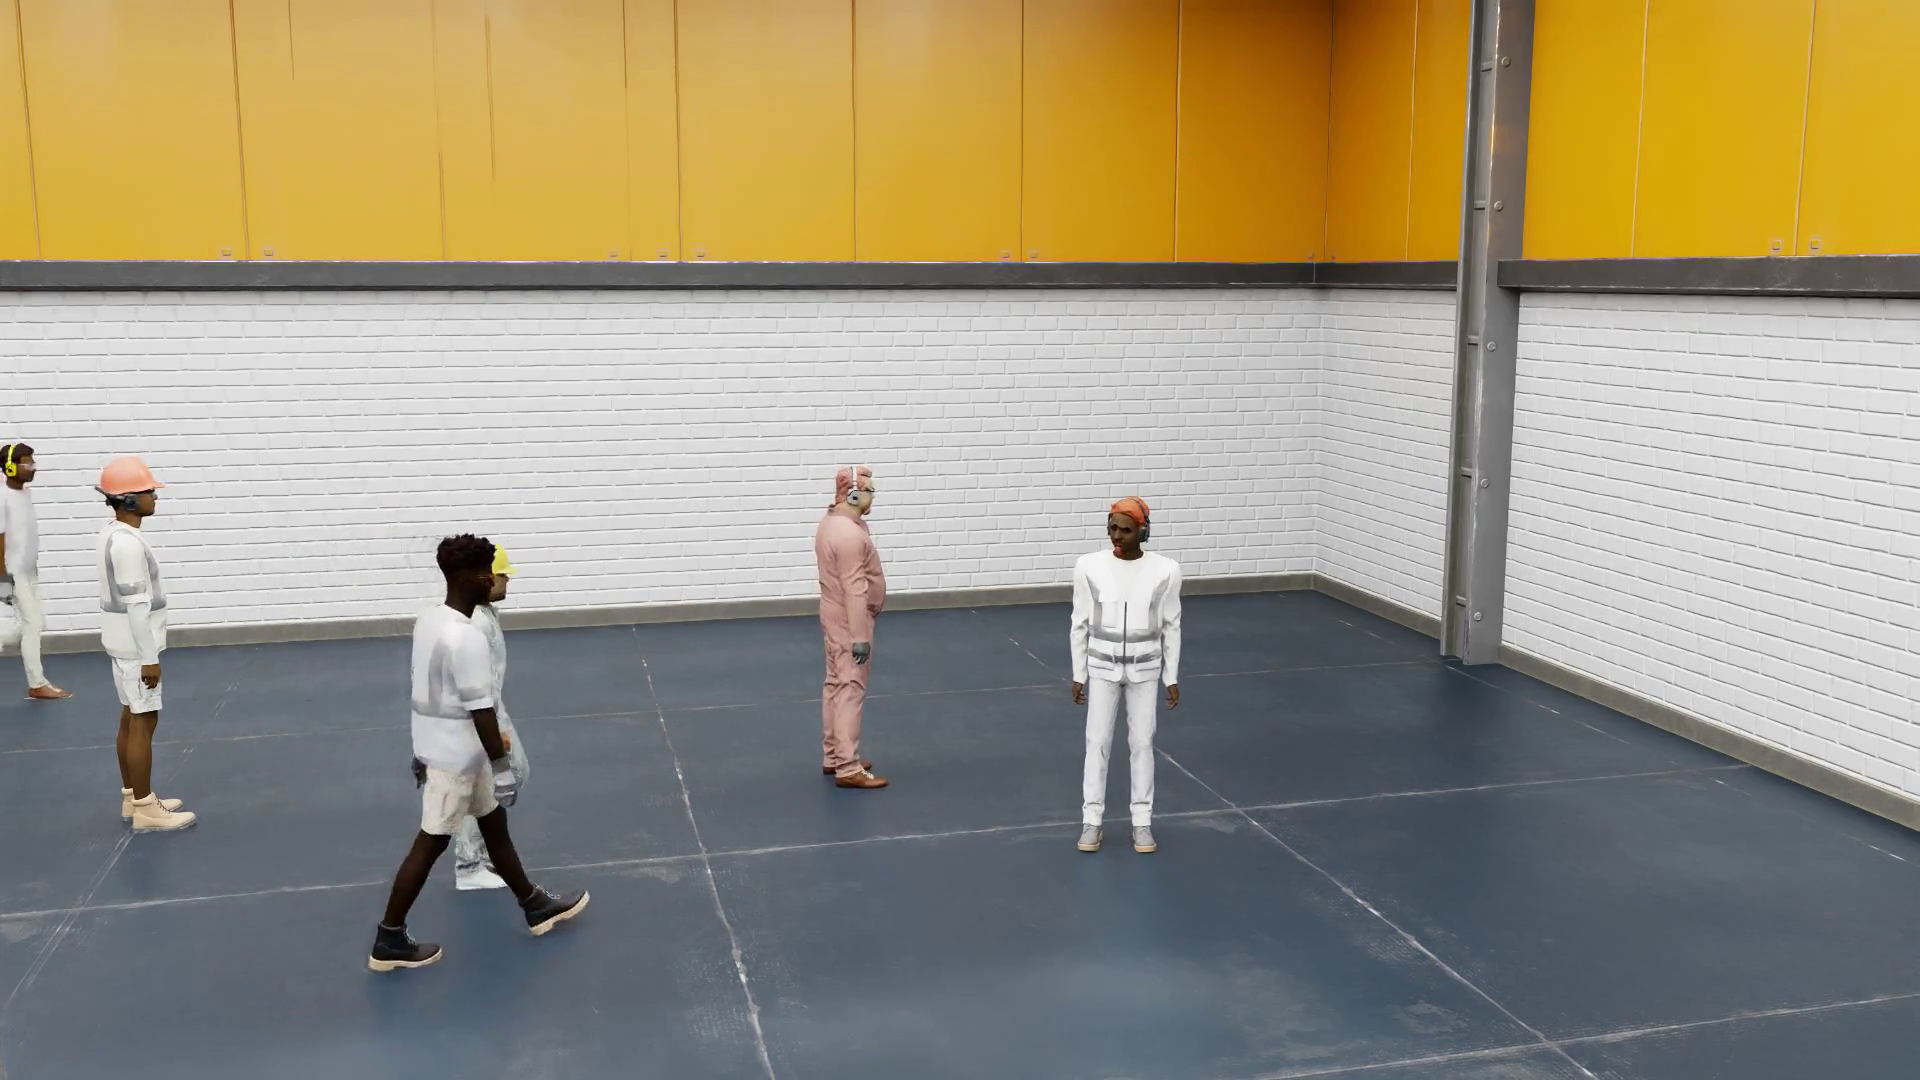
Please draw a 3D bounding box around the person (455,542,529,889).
[{"bbox_3d":[-2.331,0.872,8.168,0.419,1.732,0.500,-2,9,-11],"label":"person"}]

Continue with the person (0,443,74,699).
[{"bbox_3d":[-6.729,0.233,11.779,0.655,1.853,0.512,-1,9,-6],"label":"person"}]

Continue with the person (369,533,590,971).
[{"bbox_3d":[-2.173,0.919,7.327,1.000,1.909,0.630,-5,10,-29],"label":"person"}]

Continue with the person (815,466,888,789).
[{"bbox_3d":[-0.634,0.508,9.874,0.403,1.904,0.652,-3,9,-16],"label":"person"}]

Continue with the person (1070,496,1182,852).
[{"bbox_3d":[0.864,0.705,8.717,0.574,1.882,0.361,1,9,6],"label":"person"}]

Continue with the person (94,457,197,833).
[{"bbox_3d":[-4.463,0.567,9.064,0.370,2.048,0.608,-6,11,-35],"label":"person"}]
